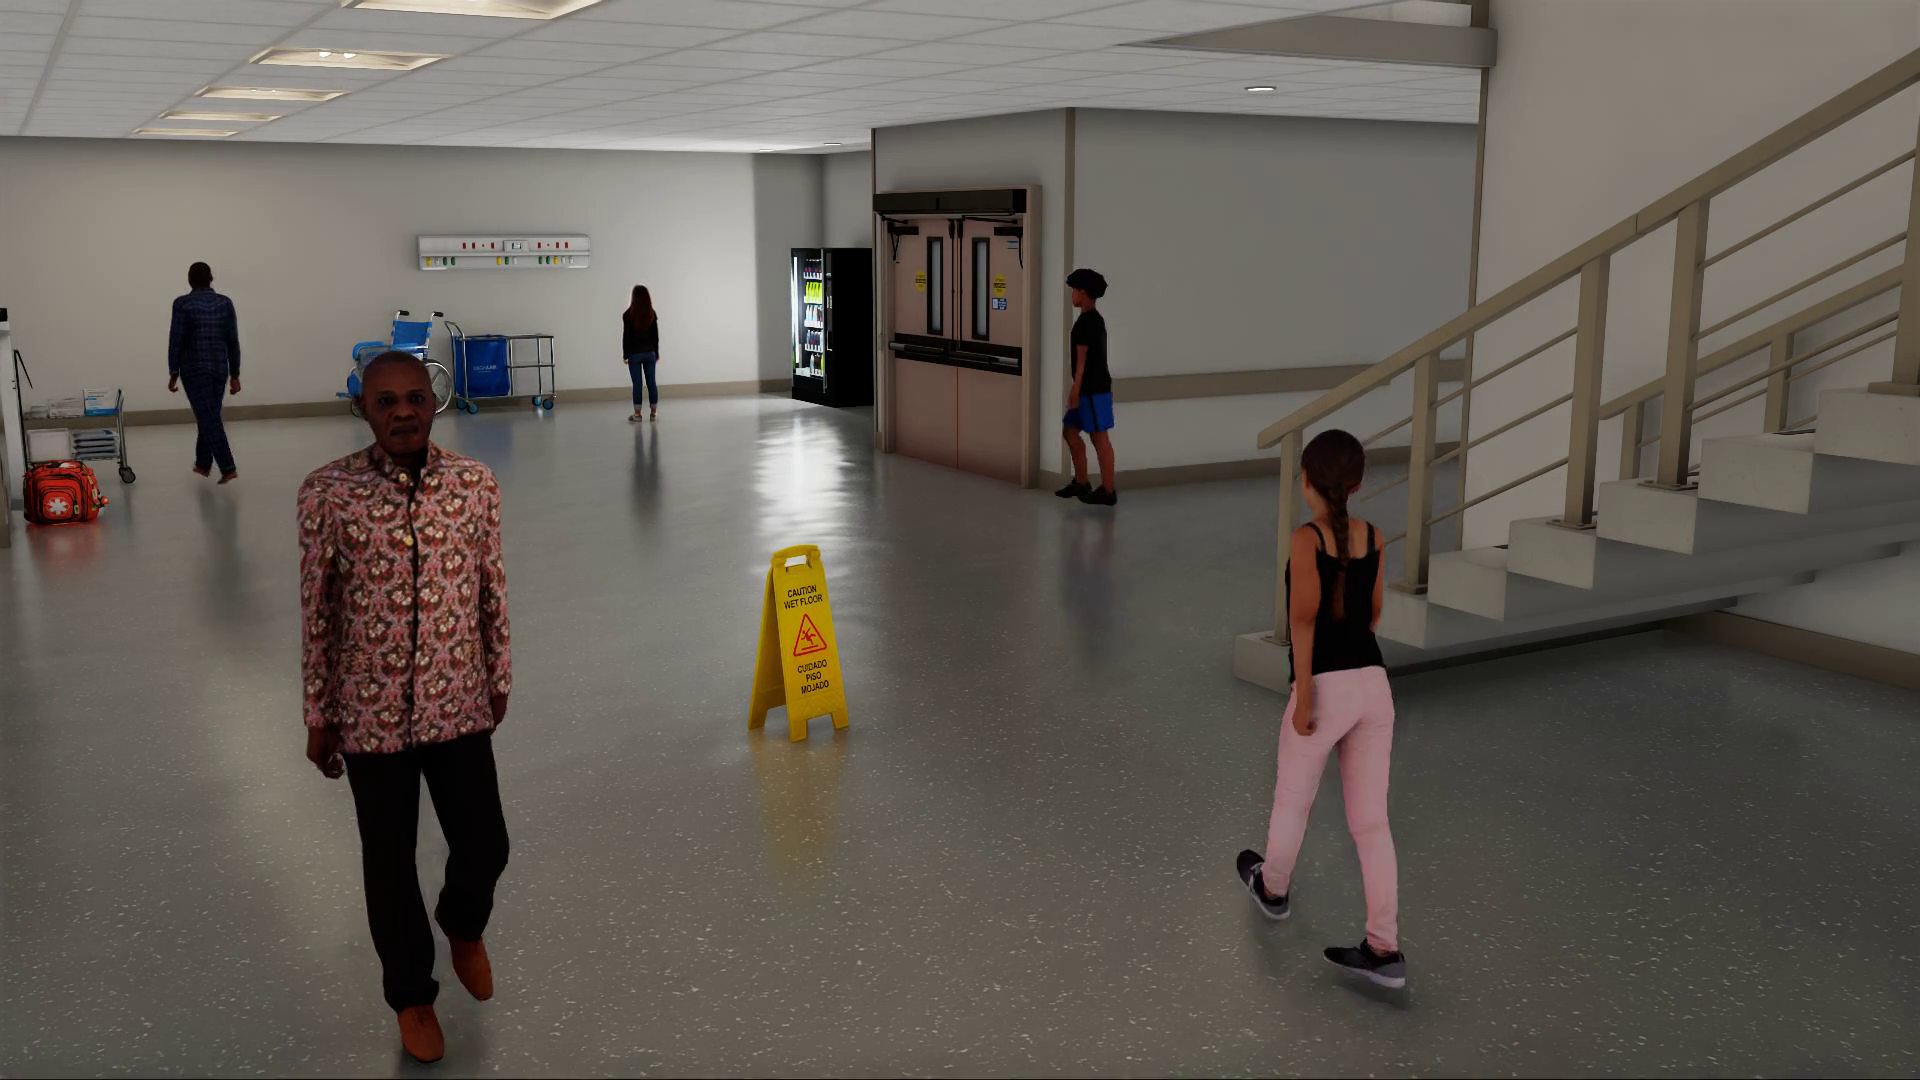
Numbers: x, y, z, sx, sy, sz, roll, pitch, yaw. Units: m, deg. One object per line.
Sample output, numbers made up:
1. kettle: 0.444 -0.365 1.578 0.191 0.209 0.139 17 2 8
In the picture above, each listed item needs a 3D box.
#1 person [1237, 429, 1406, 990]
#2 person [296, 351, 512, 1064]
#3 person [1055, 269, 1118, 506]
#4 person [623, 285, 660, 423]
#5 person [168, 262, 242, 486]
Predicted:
1. person: 1.087 0.499 4.636 0.635 1.503 1.037 -6 12 -27
2. person: -1.433 0.415 4.311 0.708 1.791 0.748 -5 12 -26
3. person: 1.075 -1.143 12.578 0.965 1.769 0.895 1 11 7
4. person: -3.446 -2.027 18.009 0.548 1.481 0.492 -6 12 -29
5. person: -6.067 -1.308 13.426 1.245 1.777 0.914 10 15 42
